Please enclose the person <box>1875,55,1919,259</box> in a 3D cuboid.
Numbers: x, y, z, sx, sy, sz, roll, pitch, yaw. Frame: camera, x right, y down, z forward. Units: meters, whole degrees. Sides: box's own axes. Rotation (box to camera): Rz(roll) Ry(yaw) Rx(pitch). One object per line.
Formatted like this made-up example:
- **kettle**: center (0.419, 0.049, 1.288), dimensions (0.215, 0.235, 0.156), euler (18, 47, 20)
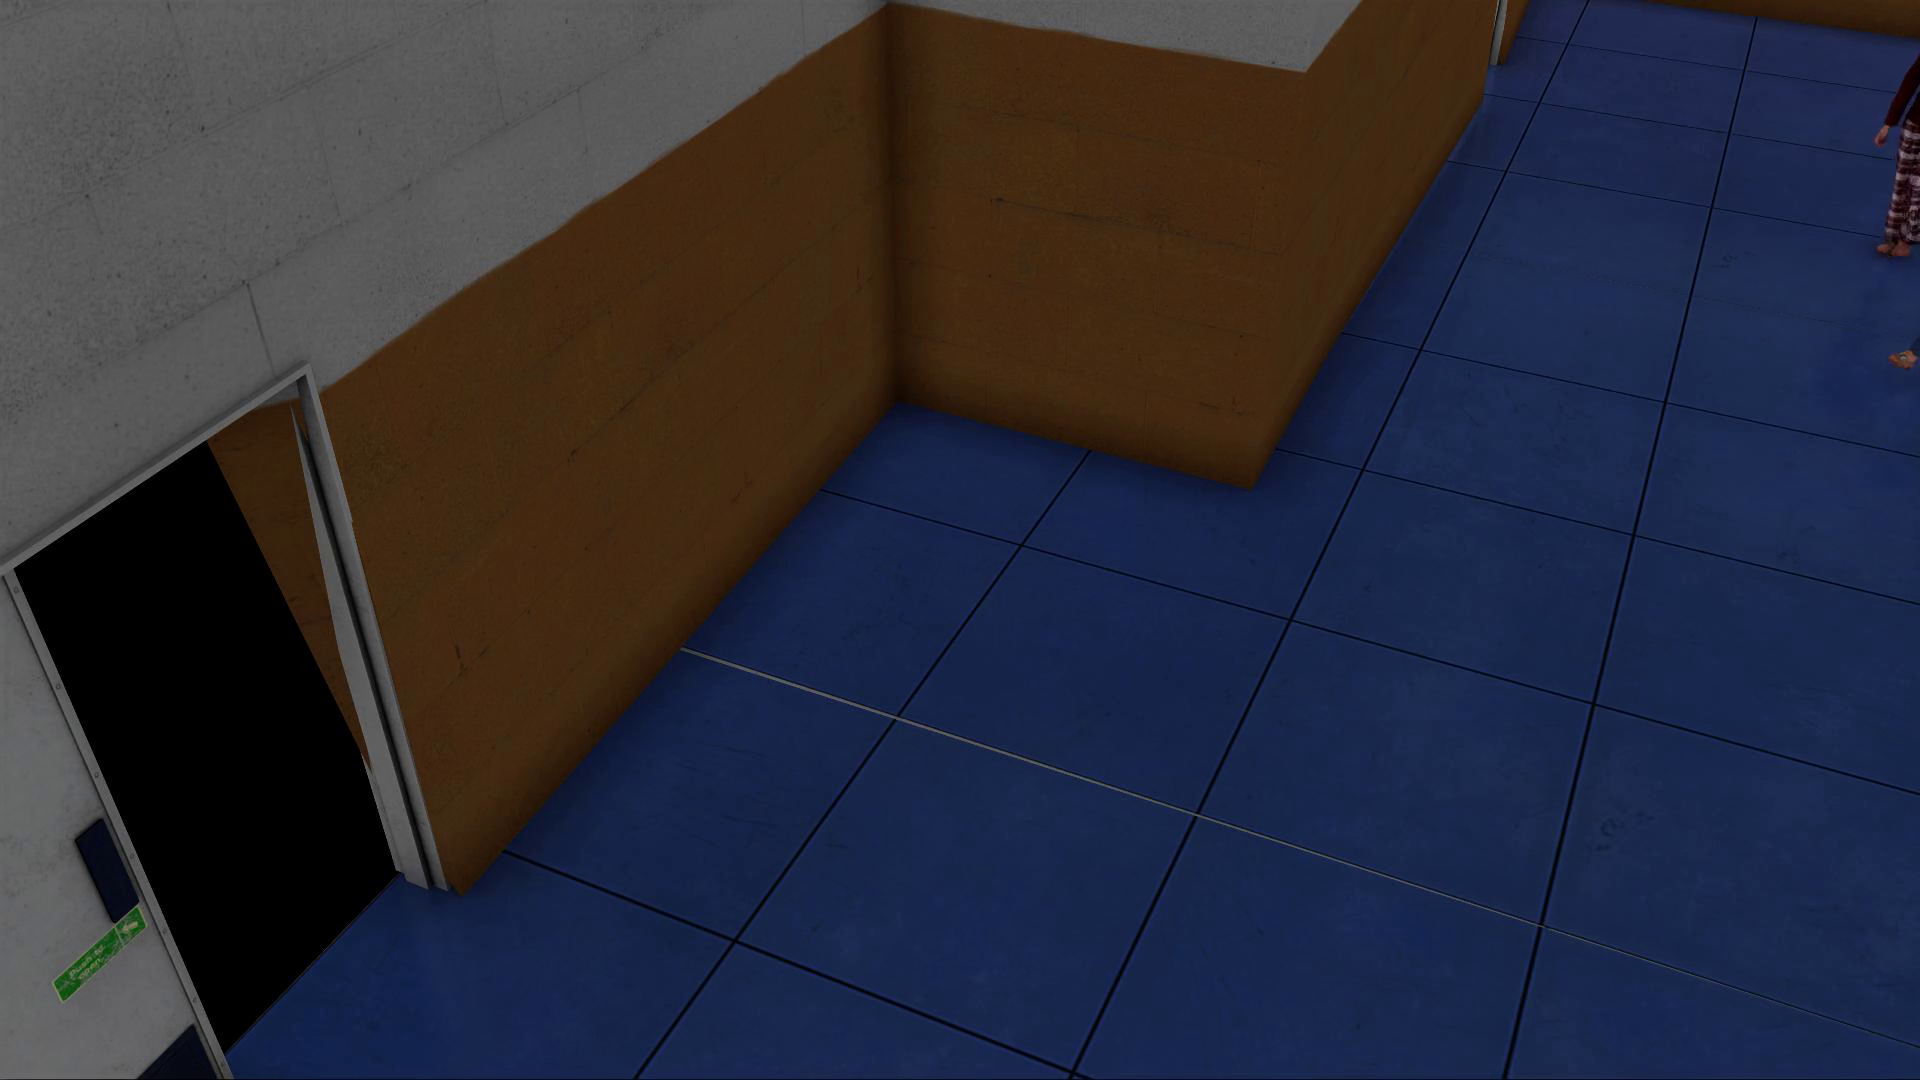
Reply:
- **person**: center (5.900, -2.503, 9.984), dimensions (0.825, 1.690, 0.738), euler (-23, 42, -27)
